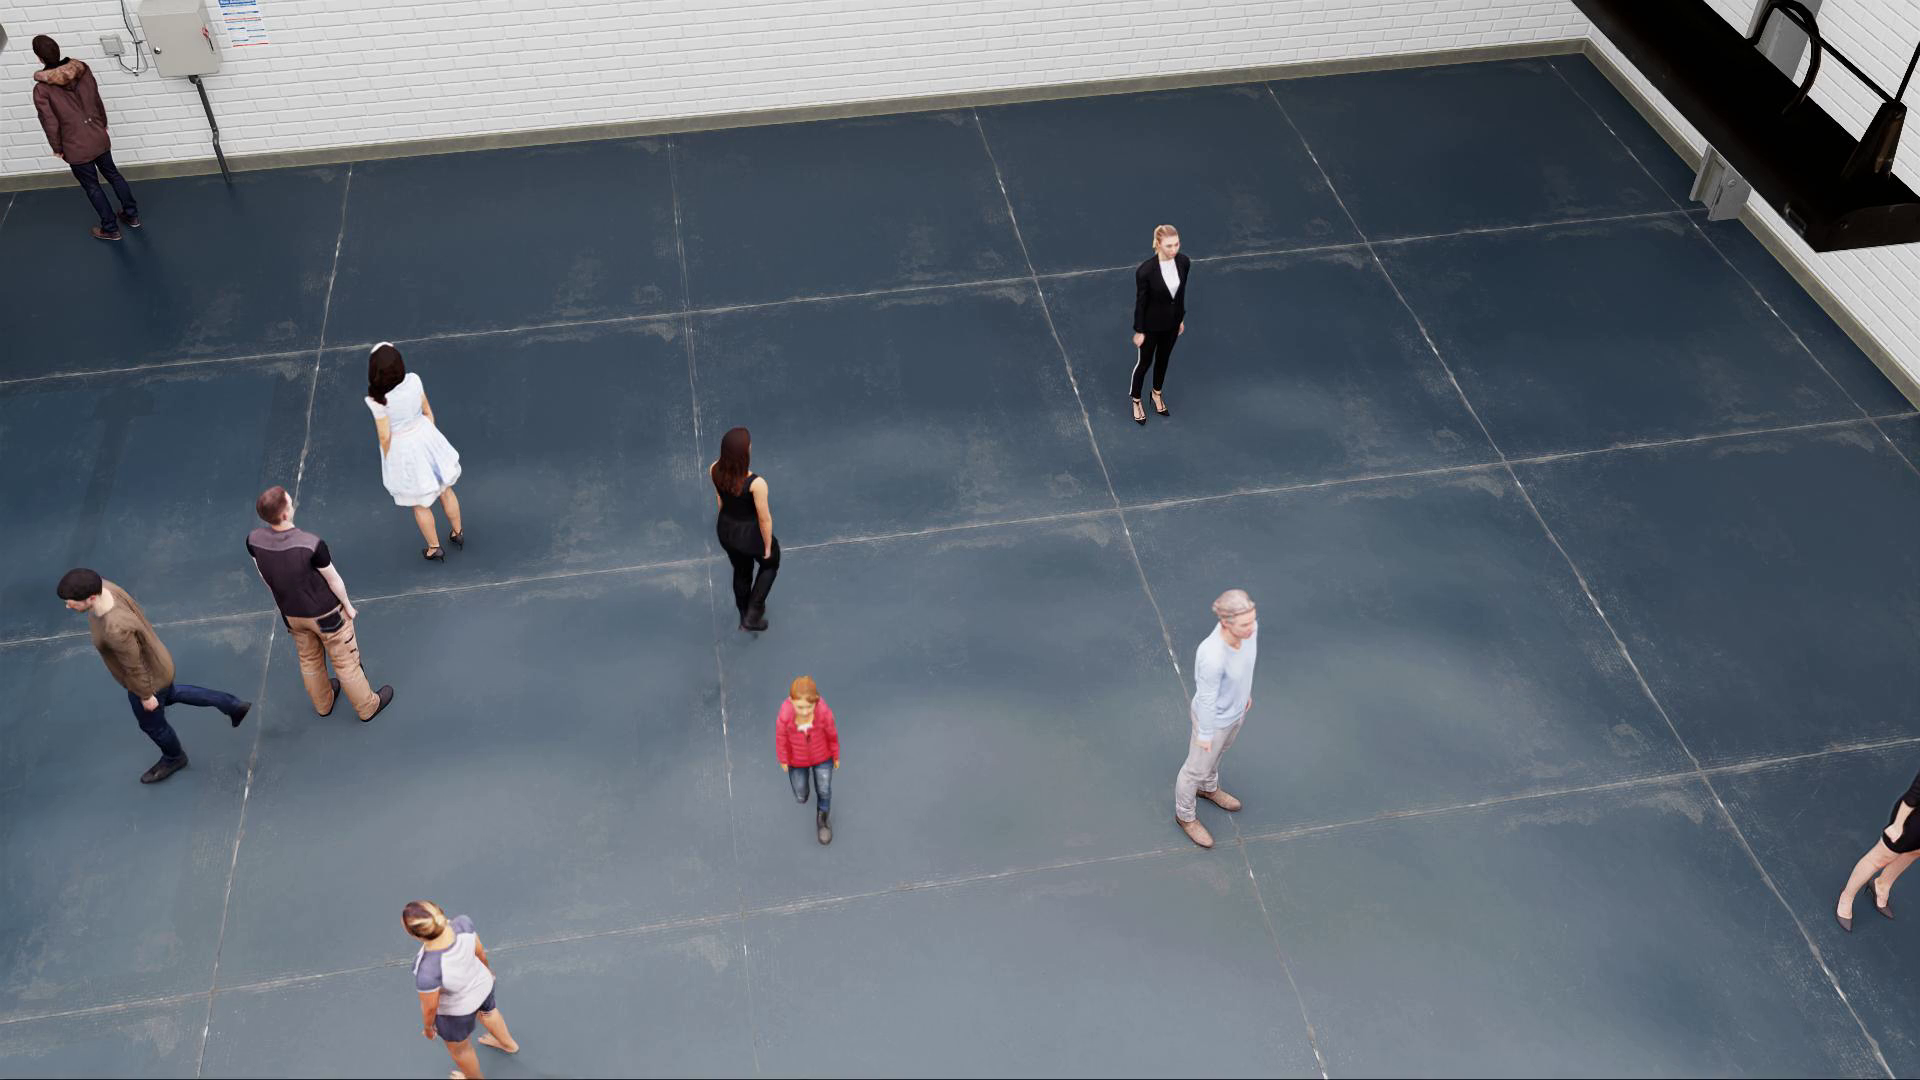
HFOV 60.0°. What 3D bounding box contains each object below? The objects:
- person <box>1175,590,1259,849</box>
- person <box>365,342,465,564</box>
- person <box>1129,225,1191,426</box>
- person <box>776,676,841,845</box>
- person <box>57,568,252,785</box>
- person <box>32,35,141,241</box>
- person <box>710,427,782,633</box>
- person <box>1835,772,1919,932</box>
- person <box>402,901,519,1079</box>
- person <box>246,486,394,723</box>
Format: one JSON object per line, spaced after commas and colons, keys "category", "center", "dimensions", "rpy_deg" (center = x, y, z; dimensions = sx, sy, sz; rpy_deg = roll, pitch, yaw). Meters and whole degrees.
{"category": "person", "center": [1.480, 0.978, 9.536], "dimensions": [0.797, 1.894, 0.747], "rpy_deg": [28, 50, 26]}
{"category": "person", "center": [-3.675, -0.578, 11.224], "dimensions": [0.850, 1.818, 0.899], "rpy_deg": [-35, 53, -31]}
{"category": "person", "center": [1.481, -1.609, 12.387], "dimensions": [0.681, 1.706, 0.644], "rpy_deg": [-20, 47, -20]}
{"category": "person", "center": [-0.881, 1.217, 9.711], "dimensions": [0.520, 1.306, 0.681], "rpy_deg": [-6, 44, -6]}
{"category": "person", "center": [-4.743, 0.743, 9.816], "dimensions": [1.028, 1.849, 1.060], "rpy_deg": [-17, 46, -17]}
{"category": "person", "center": [-7.493, -3.436, 14.204], "dimensions": [0.940, 1.847, 0.847], "rpy_deg": [19, 47, 19]}
{"category": "person", "center": [-1.426, 0.013, 10.706], "dimensions": [0.736, 1.678, 0.790], "rpy_deg": [17, 46, 17]}
{"category": "person", "center": [5.251, 1.508, 9.046], "dimensions": [0.622, 1.803, 0.511], "rpy_deg": [-11, 45, -11]}
{"category": "person", "center": [-2.472, 2.299, 8.347], "dimensions": [0.769, 1.620, 0.673], "rpy_deg": [16, 46, 16]}
{"category": "person", "center": [-3.981, 0.401, 10.181], "dimensions": [0.761, 1.840, 0.727], "rpy_deg": [8, 44, 8]}
